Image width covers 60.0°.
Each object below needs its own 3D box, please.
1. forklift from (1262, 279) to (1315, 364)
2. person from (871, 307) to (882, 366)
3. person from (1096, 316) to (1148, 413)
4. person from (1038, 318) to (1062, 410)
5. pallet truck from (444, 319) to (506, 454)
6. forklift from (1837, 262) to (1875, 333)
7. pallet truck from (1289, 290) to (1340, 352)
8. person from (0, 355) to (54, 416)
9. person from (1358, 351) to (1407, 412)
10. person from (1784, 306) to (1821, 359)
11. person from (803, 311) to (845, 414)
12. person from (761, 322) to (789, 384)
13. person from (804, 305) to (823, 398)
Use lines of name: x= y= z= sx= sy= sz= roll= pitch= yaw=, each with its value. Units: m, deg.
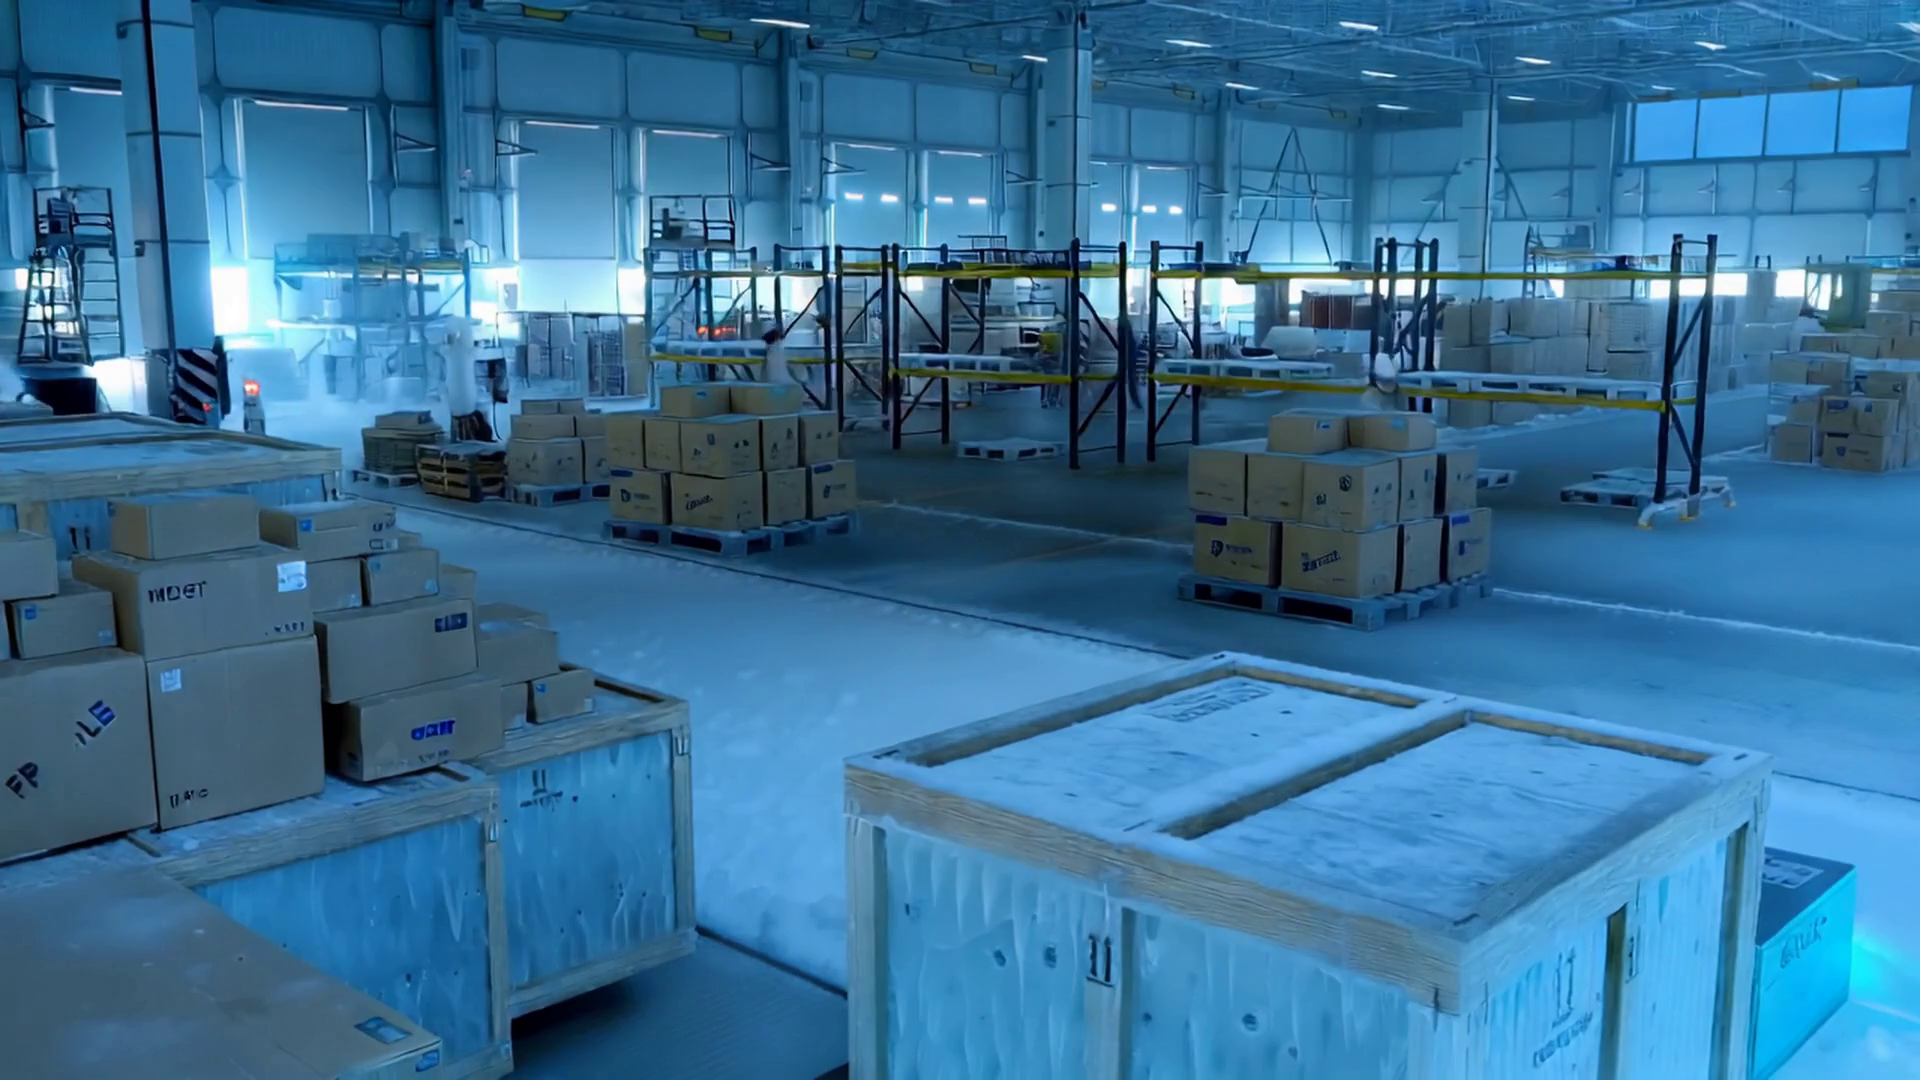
forklift: x=8.555 y=-6.090 z=44.881 sx=1.873 sy=2.768 sz=1.129 roll=9 pitch=13 yaw=43
person: x=-2.210 y=-5.402 z=44.498 sx=0.313 sy=1.633 sz=0.518 roll=-2 pitch=9 yaw=-11
person: x=2.980 y=-3.231 z=30.680 sx=0.949 sy=1.805 sz=0.638 roll=0 pitch=9 yaw=-1
person: x=1.718 y=-3.328 z=31.467 sx=0.484 sy=1.735 sz=0.335 roll=-5 pitch=10 yaw=-27
pallet truck: x=-6.981 y=-1.942 z=22.150 sx=1.885 sy=1.965 sz=0.823 roll=1 pitch=9 yaw=9
forklift: x=22.846 y=-5.696 z=42.468 sx=1.129 sy=2.768 sz=1.873 roll=-6 pitch=11 yaw=-32
pallet truck: x=11.297 y=-6.951 z=52.861 sx=1.885 sy=1.965 sz=0.823 roll=-5 pitch=11 yaw=-29
person: x=-7.380 y=-0.468 z=12.982 sx=0.687 sy=2.000 sz=0.689 roll=-1 pitch=9 yaw=-6
person: x=3.817 y=-0.735 z=14.960 sx=0.549 sy=1.934 sz=0.389 roll=-6 pitch=11 yaw=-33
person: x=17.317 y=-3.843 z=34.166 sx=0.668 sy=1.905 sz=0.432 roll=0 pitch=9 yaw=-3
person: x=-2.558 y=-3.261 z=30.512 sx=0.831 sy=1.920 sz=0.638 roll=1 pitch=9 yaw=8
person: x=-2.797 y=-2.359 z=25.162 sx=0.972 sy=1.853 sz=0.615 roll=-1 pitch=9 yaw=-5
person: x=-2.975 y=-3.856 z=34.151 sx=0.548 sy=1.920 sz=0.529 roll=3 pitch=10 yaw=20
